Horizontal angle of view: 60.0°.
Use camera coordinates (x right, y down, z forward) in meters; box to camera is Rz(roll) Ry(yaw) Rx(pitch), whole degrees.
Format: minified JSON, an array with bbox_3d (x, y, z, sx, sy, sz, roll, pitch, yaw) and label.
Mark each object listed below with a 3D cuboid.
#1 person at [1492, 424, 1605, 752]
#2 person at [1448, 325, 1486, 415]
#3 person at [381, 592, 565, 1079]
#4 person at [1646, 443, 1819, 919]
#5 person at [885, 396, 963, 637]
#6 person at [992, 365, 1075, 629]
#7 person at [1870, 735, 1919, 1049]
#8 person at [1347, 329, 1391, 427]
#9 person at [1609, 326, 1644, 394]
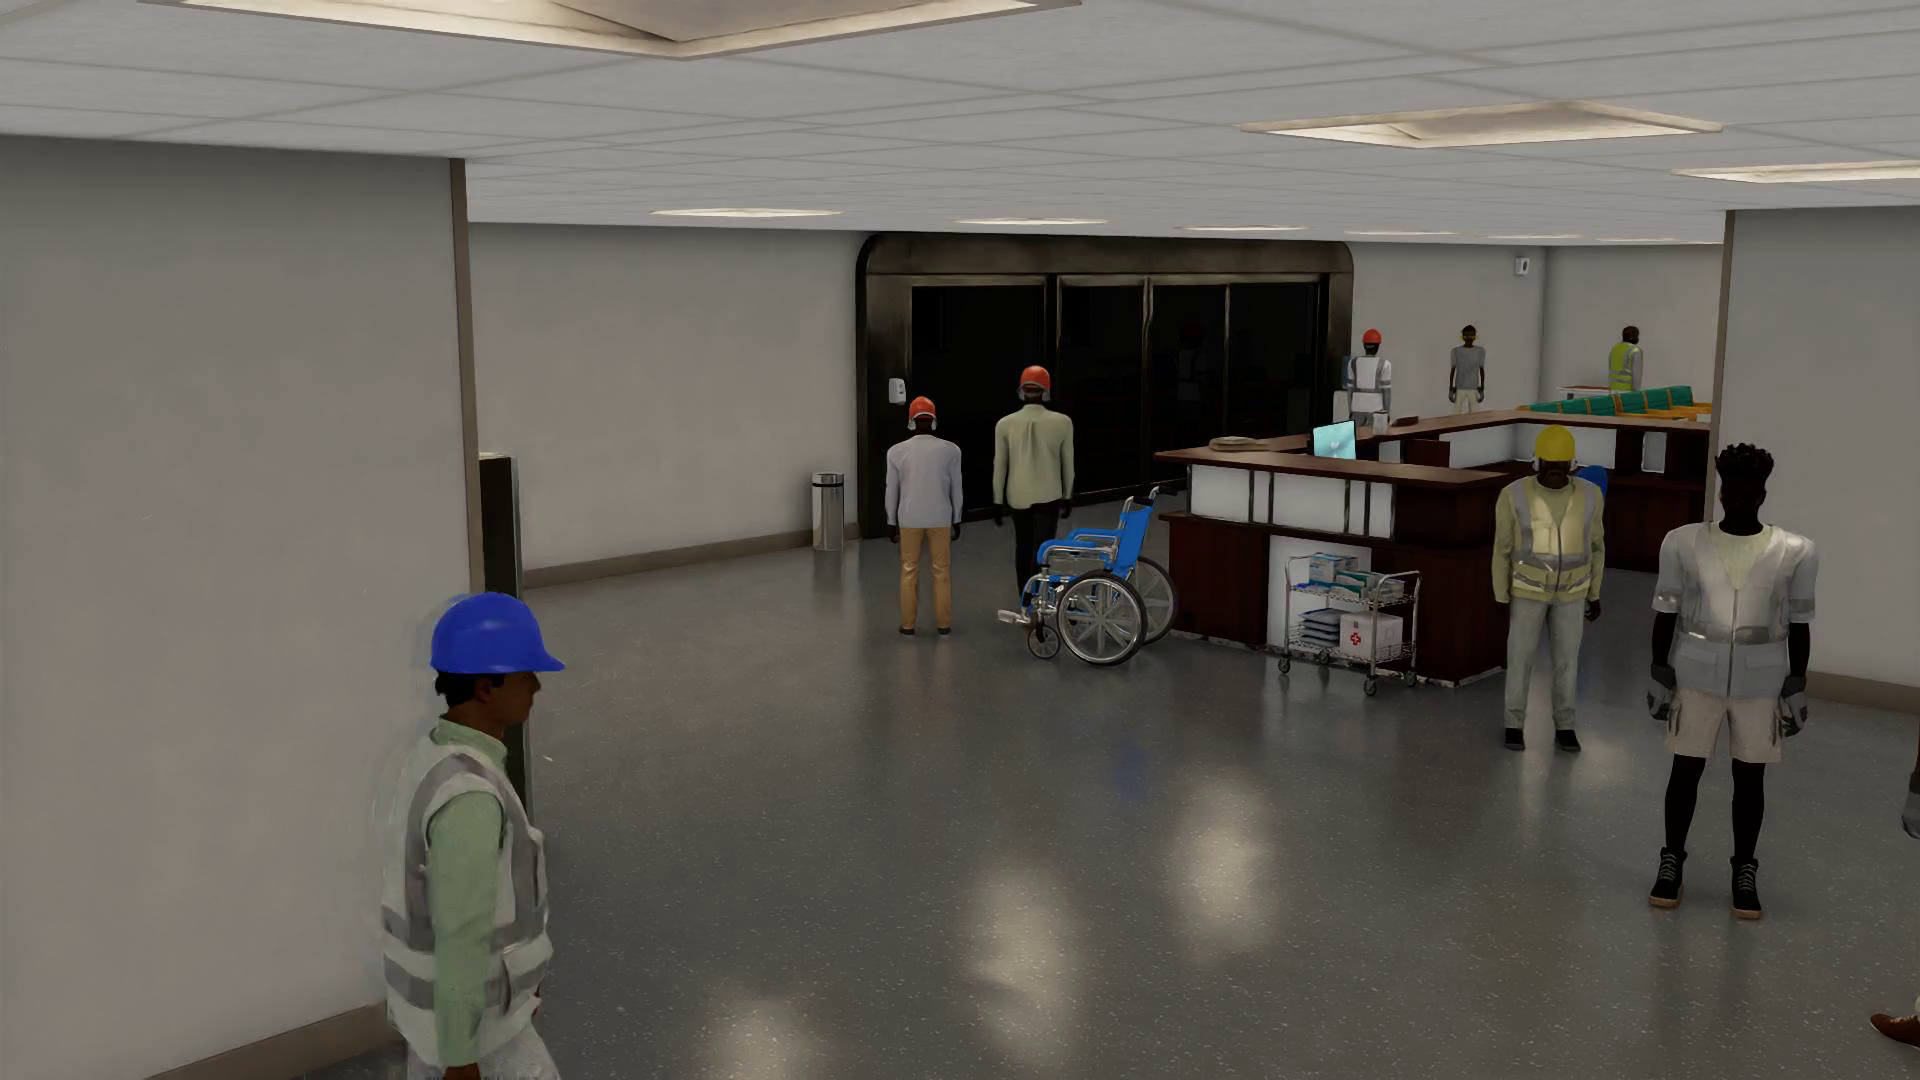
[{"bbox_3d":[3.232,0.269,9.149,0.598,1.823,0.409,1,9,5],"label":"person"},{"bbox_3d":[7.306,-2.169,23.988,0.498,1.860,0.328,2,9,9],"label":"person"},{"bbox_3d":[-1.021,1.066,3.940,0.864,1.910,0.628,-4,10,-23],"label":"person"},{"bbox_3d":[3.150,0.573,6.824,0.614,1.962,0.366,4,10,23],"label":"person"},{"bbox_3d":[-0.260,-0.164,12.021,0.565,1.743,0.354,-1,9,-4],"label":"person"},{"bbox_3d":[0.542,-0.331,12.436,0.598,1.950,1.005,2,10,14],"label":"person"},{"bbox_3d":[3.424,0.824,5.620,0.513,1.860,0.318,-2,9,-12],"label":"person"},{"bbox_3d":[4.994,-1.605,20.297,0.546,1.930,0.388,6,11,31],"label":"person"},{"bbox_3d":[9.695,-2.192,24.201,0.432,1.834,0.624,-3,10,-16],"label":"person"}]
